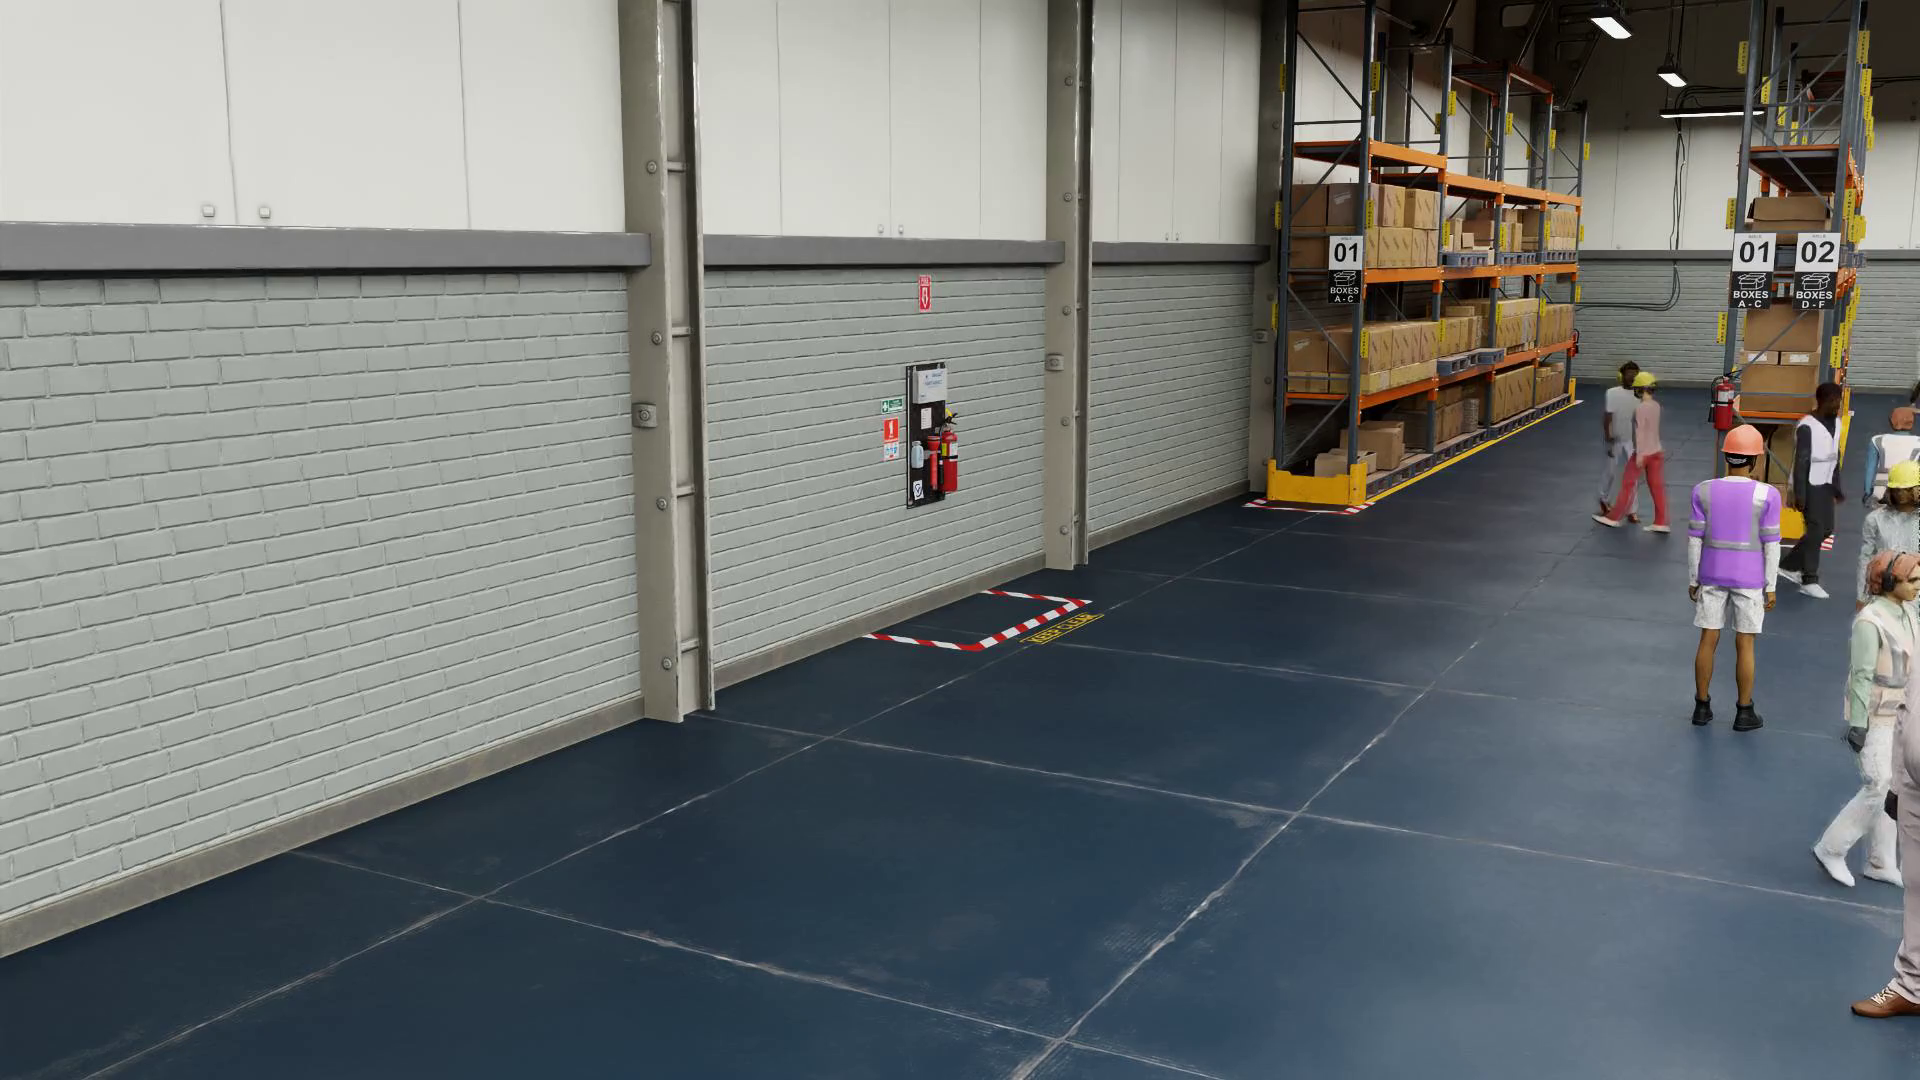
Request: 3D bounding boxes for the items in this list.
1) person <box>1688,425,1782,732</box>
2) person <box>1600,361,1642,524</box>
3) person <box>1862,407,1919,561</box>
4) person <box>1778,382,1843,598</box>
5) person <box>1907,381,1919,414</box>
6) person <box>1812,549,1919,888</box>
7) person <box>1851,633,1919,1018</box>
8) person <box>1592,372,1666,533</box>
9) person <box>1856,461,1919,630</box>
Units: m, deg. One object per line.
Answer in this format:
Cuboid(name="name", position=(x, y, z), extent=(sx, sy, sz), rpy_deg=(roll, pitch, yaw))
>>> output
Cuboid(name="person", position=(4.894, 0.239, 10.536), extent=(0.543, 1.939, 0.362), rpy_deg=(8, 12, 38))
Cuboid(name="person", position=(7.560, -1.141, 18.988), extent=(0.500, 1.827, 0.940), rpy_deg=(1, 10, 5))
Cuboid(name="person", position=(8.604, -0.410, 15.270), extent=(0.552, 1.611, 0.632), rpy_deg=(6, 11, 32))
Cuboid(name="person", position=(7.599, -0.466, 14.803), extent=(0.673, 1.889, 0.556), rpy_deg=(-7, 12, -36))
Cuboid(name="person", position=(18.444, -3.340, 31.325), extent=(1.041, 1.986, 0.640), rpy_deg=(5, 11, 29))
Cuboid(name="person", position=(4.374, 0.852, 7.846), extent=(0.541, 1.632, 0.384), rpy_deg=(-9, 13, -42))
Cuboid(name="person", position=(3.763, 0.983, 6.279), extent=(0.410, 1.909, 0.642), rpy_deg=(-3, 10, -17))
Cuboid(name="person", position=(7.369, -0.955, 18.133), extent=(0.541, 1.730, 0.811), rpy_deg=(-8, 13, -40))
Cuboid(name="person", position=(5.939, 0.356, 10.482), extent=(0.540, 1.724, 0.418), rpy_deg=(8, 13, 39))
